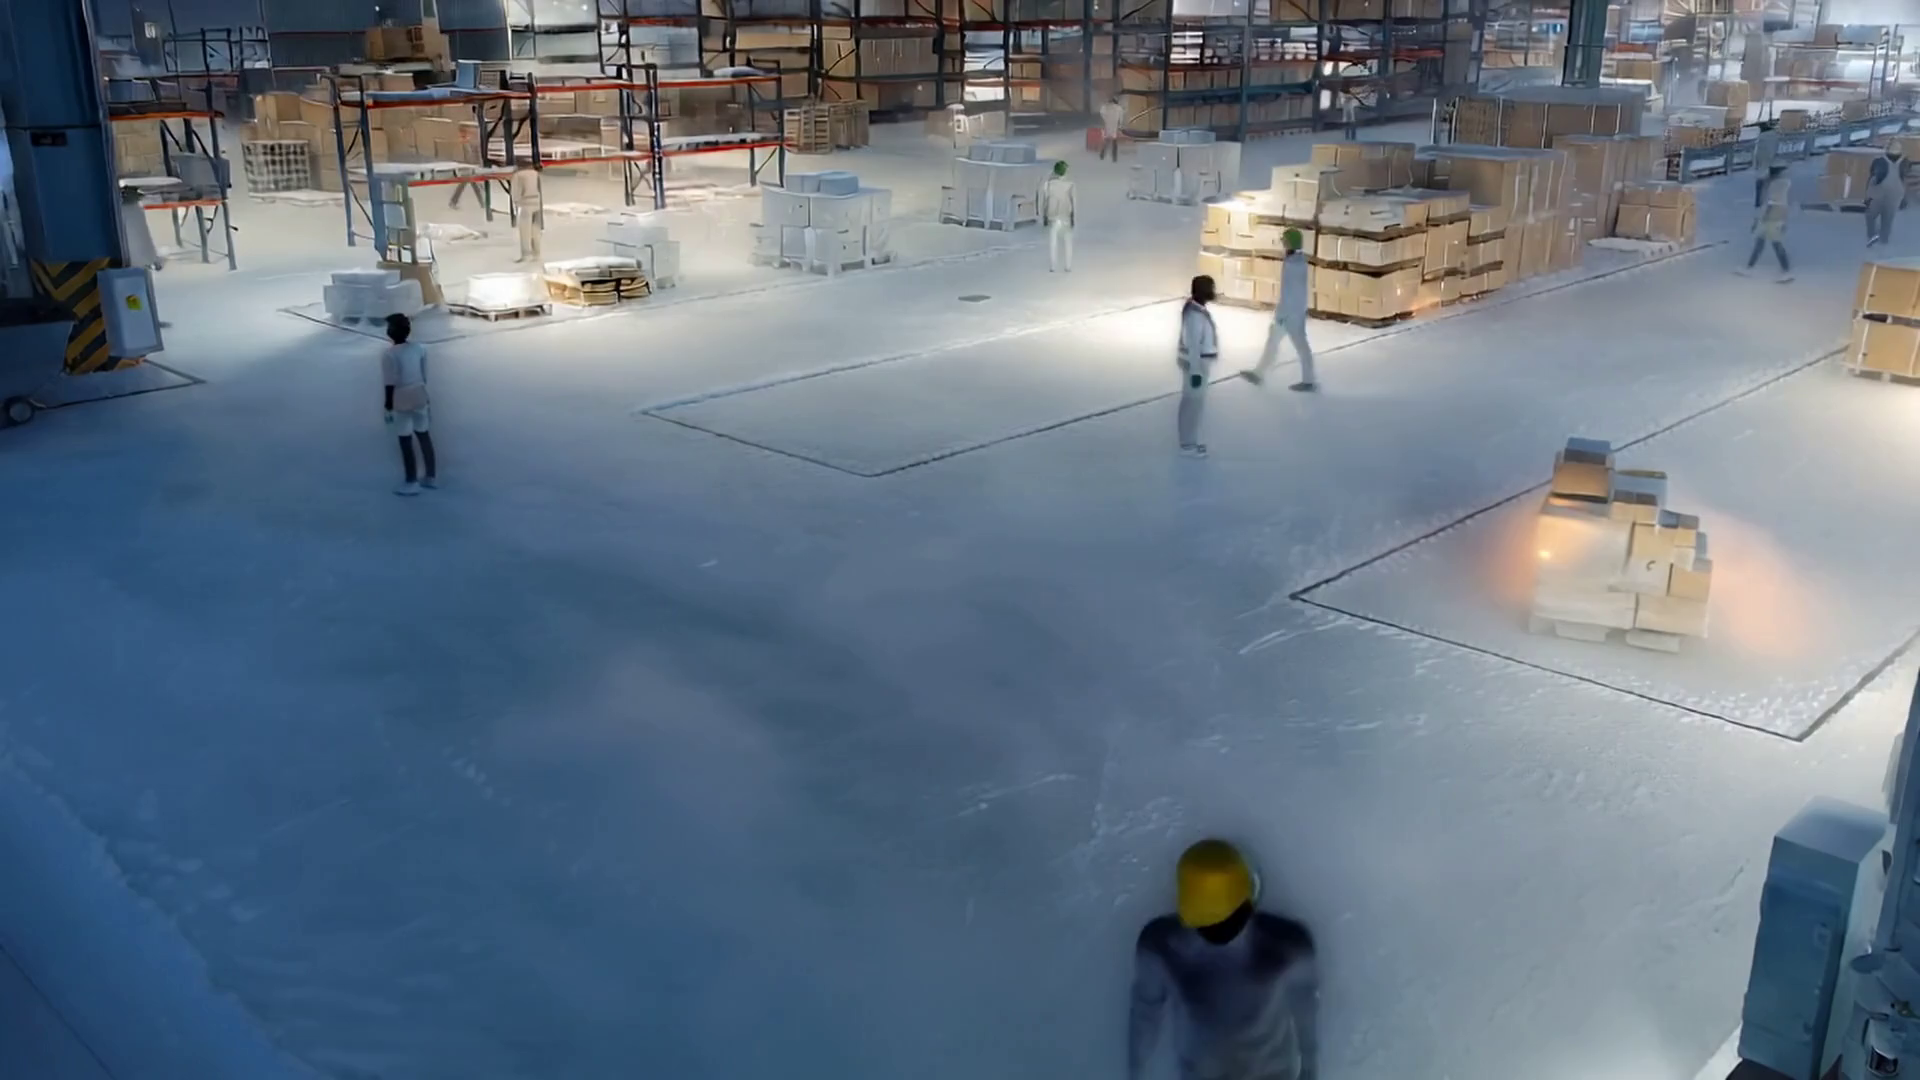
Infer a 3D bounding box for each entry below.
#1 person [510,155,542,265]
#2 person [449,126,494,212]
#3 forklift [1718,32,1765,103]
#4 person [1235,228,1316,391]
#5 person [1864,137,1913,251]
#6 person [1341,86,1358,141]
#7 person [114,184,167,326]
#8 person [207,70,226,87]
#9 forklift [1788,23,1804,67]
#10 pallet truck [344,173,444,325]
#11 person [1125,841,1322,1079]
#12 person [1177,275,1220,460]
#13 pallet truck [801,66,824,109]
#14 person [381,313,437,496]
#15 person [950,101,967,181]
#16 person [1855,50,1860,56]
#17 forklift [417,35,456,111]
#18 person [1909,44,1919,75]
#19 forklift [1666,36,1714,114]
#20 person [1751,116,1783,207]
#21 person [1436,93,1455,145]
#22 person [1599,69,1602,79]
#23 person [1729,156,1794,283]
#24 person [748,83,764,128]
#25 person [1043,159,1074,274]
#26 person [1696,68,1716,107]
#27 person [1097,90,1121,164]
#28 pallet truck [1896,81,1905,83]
[{"bbox_3d":[-7.395,-5.610,28.308,0.429,1.844,0.627,11,21,29],"label":"person"},{"bbox_3d":[-10.369,-7.779,34.922,0.941,1.802,0.523,3,19,8],"label":"person"},{"bbox_3d":[32.510,-19.520,68.593,1.873,2.768,1.129,17,25,41],"label":"forklift"},{"bbox_3d":[3.746,-2.677,19.395,0.991,1.892,0.636,3,19,9],"label":"person"},{"bbox_3d":[16.585,-6.200,29.774,0.698,2.000,0.537,4,19,12],"label":"person"},{"bbox_3d":[11.911,-13.013,50.868,0.321,1.684,0.539,-14,23,-36],"label":"person"},{"bbox_3d":[-11.319,-3.896,22.907,0.391,1.993,0.627,3,19,9],"label":"person"},{"bbox_3d":[-25.278,-15.044,56.638,0.605,1.901,0.540,-13,23,-35],"label":"person"},{"bbox_3d":[42.353,-24.796,84.490,1.873,2.768,1.129,17,25,41],"label":"forklift"},{"bbox_3d":[-8.209,-4.181,23.757,0.823,1.965,1.885,3,19,9],"label":"pallet truck"},{"bbox_3d":[0.892,1.855,5.701,0.631,1.911,1.031,6,19,18],"label":"person"},{"bbox_3d":[2.381,-1.733,16.645,0.430,1.832,0.652,3,19,8],"label":"person"},{"bbox_3d":[-4.812,-15.182,56.903,0.823,1.965,1.885,-9,21,-26],"label":"pallet truck"},{"bbox_3d":[-5.123,-1.256,15.415,0.320,1.697,0.532,9,21,26],"label":"person"},{"bbox_3d":[-0.056,-9.730,40.593,0.399,1.928,0.542,12,22,31],"label":"person"},{"bbox_3d":[39.664,-20.741,73.794,0.603,1.913,0.924,3,19,10],"label":"person"},{"bbox_3d":[-20.017,-18.105,64.331,1.129,2.768,1.873,17,25,41],"label":"forklift"},{"bbox_3d":[46.702,-23.264,81.372,0.569,1.921,0.441,-4,19,-11],"label":"person"},{"bbox_3d":[27.341,-17.291,61.877,1.129,2.768,1.873,17,25,41],"label":"forklift"},{"bbox_3d":[17.420,-8.189,35.966,0.559,1.906,0.693,6,19,17],"label":"person"},{"bbox_3d":[13.942,-12.007,47.839,0.543,1.682,0.379,14,23,37],"label":"person"},{"bbox_3d":[22.225,-15.540,58.145,0.643,1.901,0.396,15,24,38],"label":"person"},{"bbox_3d":[13.030,-5.136,26.650,1.049,1.991,0.625,16,24,40],"label":"person"},{"bbox_3d":[-7.017,-14.756,56.143,0.774,1.662,0.538,12,22,32],"label":"person"},{"bbox_3d":[1.624,-5.303,27.352,0.521,1.864,0.335,1,18,3],"label":"person"},{"bbox_3d":[26.633,-15.952,59.511,0.770,1.806,0.627,-17,25,-41],"label":"person"},{"bbox_3d":[4.019,-11.170,44.931,0.617,1.940,0.794,-9,20,-25],"label":"person"},{"bbox_3d":[34.802,-16.331,61.455,0.653,1.274,1.630,17,25,41],"label":"pallet truck"}]
